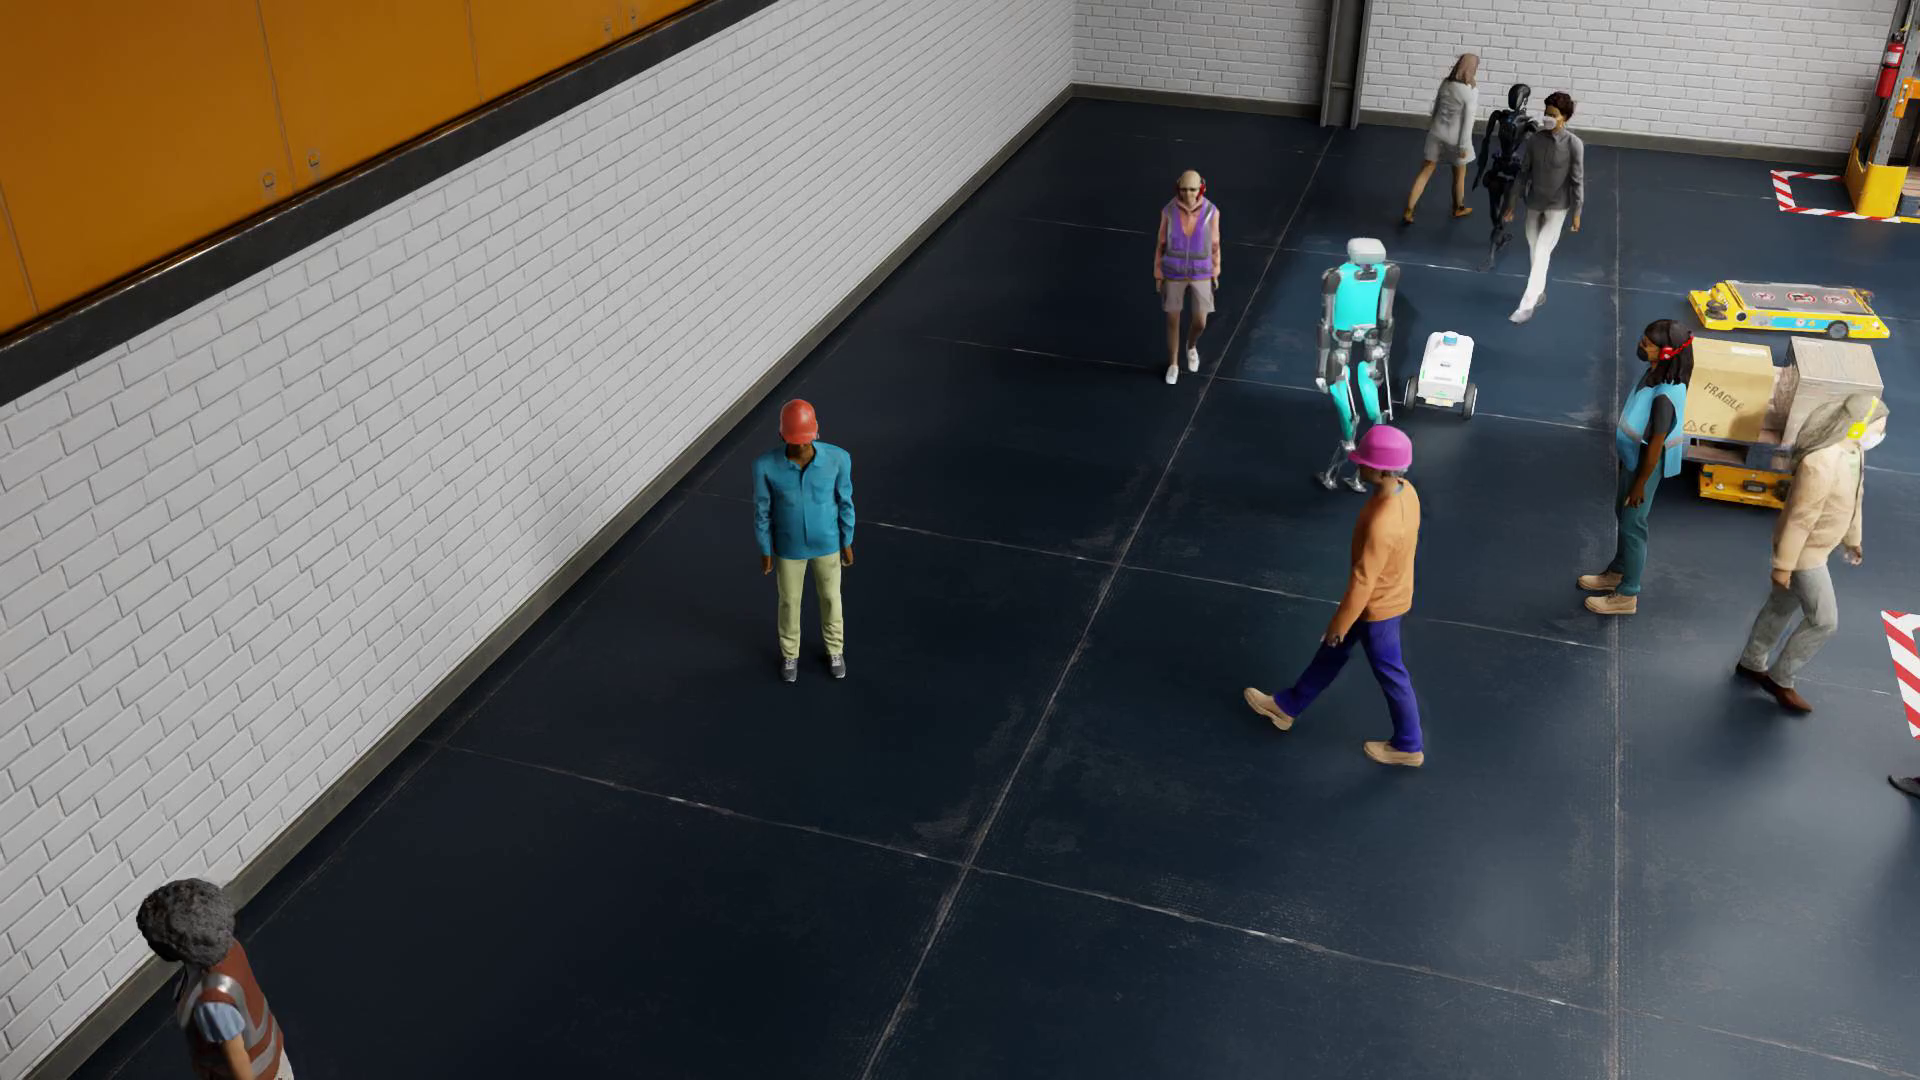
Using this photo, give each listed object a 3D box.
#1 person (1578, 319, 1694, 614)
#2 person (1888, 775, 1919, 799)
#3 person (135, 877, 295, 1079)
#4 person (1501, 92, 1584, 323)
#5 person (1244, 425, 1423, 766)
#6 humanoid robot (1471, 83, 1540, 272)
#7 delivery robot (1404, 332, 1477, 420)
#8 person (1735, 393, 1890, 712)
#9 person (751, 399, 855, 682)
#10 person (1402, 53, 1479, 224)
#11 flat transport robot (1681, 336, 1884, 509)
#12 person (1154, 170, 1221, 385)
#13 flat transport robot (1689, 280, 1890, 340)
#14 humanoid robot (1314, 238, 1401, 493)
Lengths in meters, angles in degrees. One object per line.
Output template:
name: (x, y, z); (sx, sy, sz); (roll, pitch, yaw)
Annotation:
person: (4.014, -0.426, 9.787); (0.390, 1.860, 0.506); (7, 31, 12)
person: (5.068, 0.529, 8.248); (0.532, 1.767, 0.322); (-12, 33, -20)
person: (-2.708, 1.913, 5.992); (0.728, 1.667, 0.427); (-8, 31, -13)
person: (4.776, -2.725, 13.673); (0.822, 1.873, 0.591); (-24, 38, -35)
person: (2.015, 0.292, 8.486); (1.018, 1.925, 0.541); (10, 32, 16)
humanoid robot: (4.910, -3.269, 14.846); (0.779, 1.633, 0.601); (-24, 38, -34)
delivery robot: (3.650, -1.285, 12.501); (0.499, 0.566, 0.739); (10, 32, 16)
person: (4.648, 0.064, 8.953); (0.592, 1.854, 0.556); (21, 36, 31)
person: (-0.848, 0.012, 9.154); (0.555, 1.744, 0.350); (-5, 31, -9)
person: (4.604, -3.784, 15.726); (0.900, 1.616, 0.531); (-22, 37, -33)
flat transport robot: (5.544, -0.640, 11.714); (0.659, 0.231, 1.431); (10, 32, 16)
person: (1.713, -1.973, 12.578); (0.498, 1.681, 0.399); (5, 31, 8)
flat transport robot: (6.922, -1.926, 13.902); (1.431, 0.231, 0.659); (5, 31, 8)
humanoid robot: (2.656, -1.078, 10.960); (0.537, 1.750, 0.655); (-7, 31, -12)
